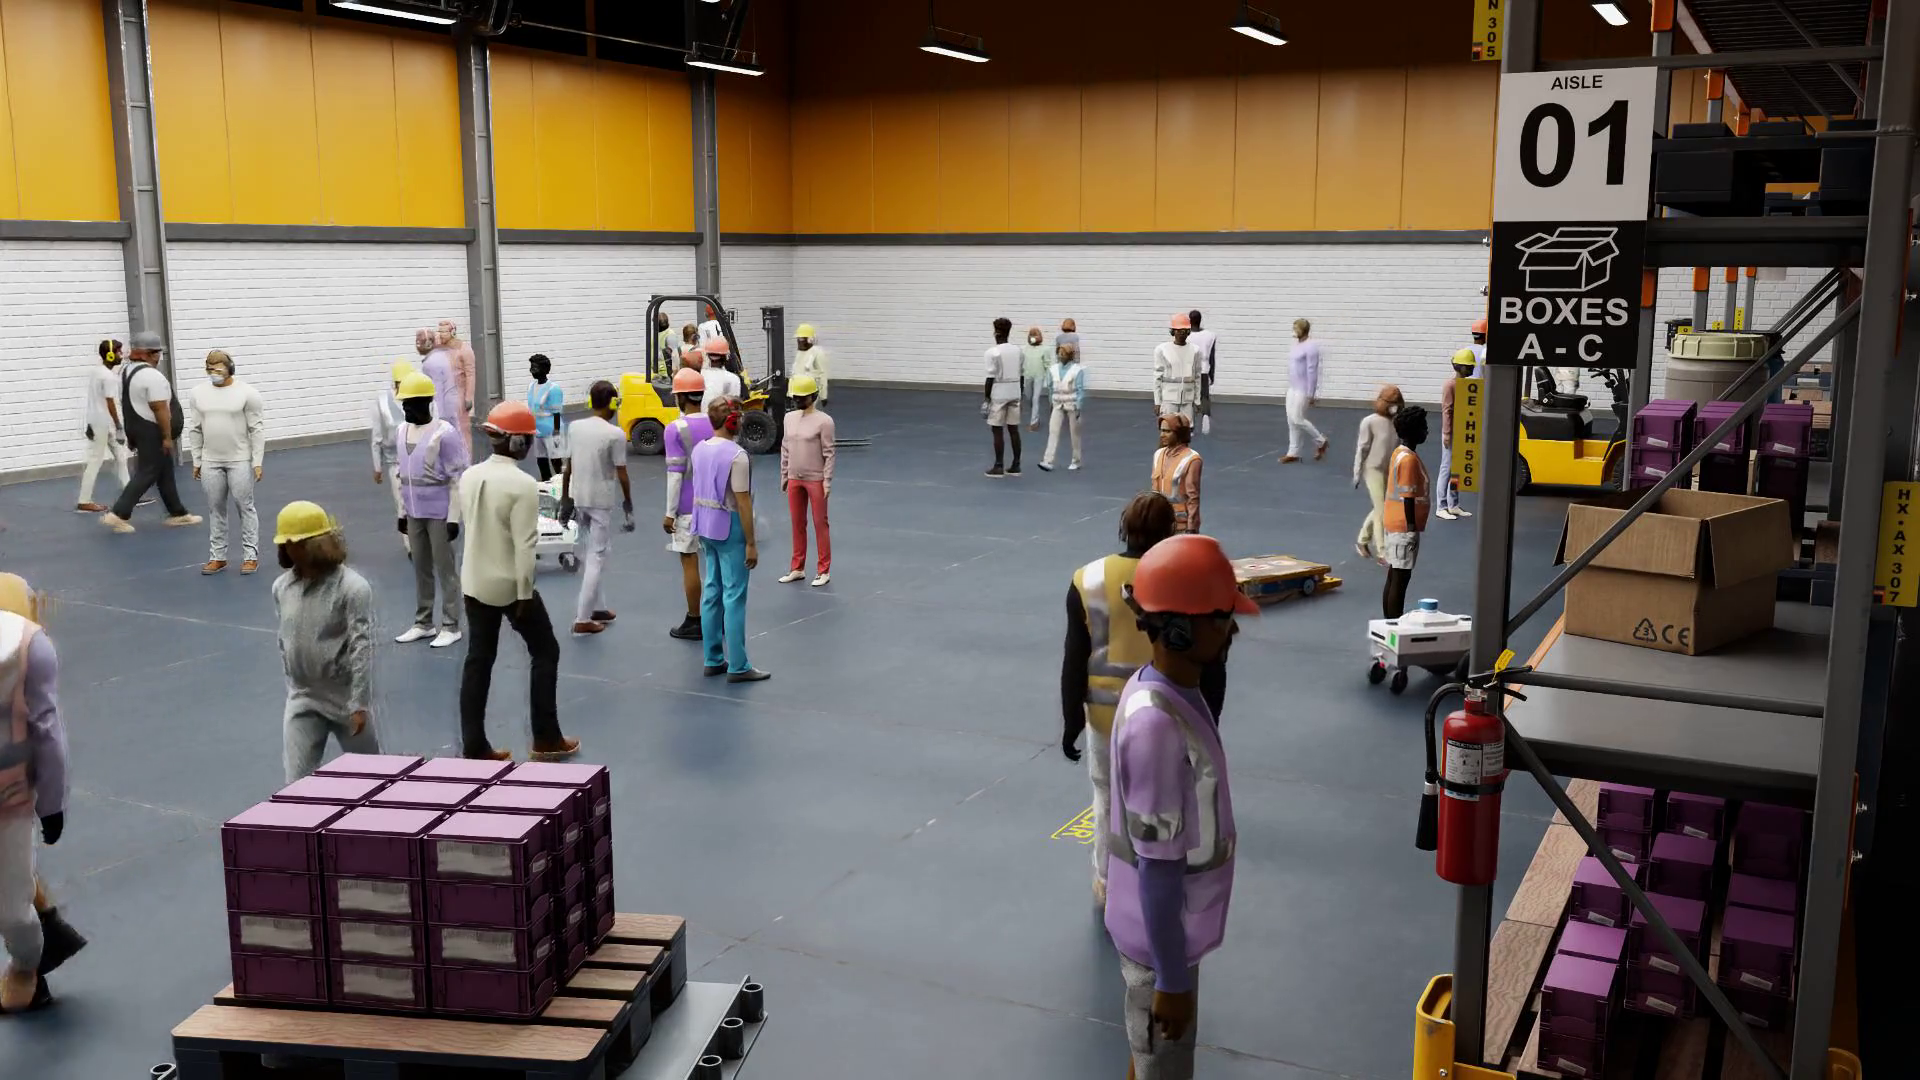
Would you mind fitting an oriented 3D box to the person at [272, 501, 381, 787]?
[{"bbox_3d":[-2.706,0.653,7.241,0.489,1.713,0.757,2,10,11],"label":"person"}]

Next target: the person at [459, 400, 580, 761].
[{"bbox_3d":[-2.381,0.240,8.886,0.627,1.960,0.794,6,12,32],"label":"person"}]

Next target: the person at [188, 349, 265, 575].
[{"bbox_3d":[-6.263,-0.663,14.223,0.627,1.935,0.373,0,10,-2],"label":"person"}]

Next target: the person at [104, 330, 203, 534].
[{"bbox_3d":[-8.052,-1.096,16.420,0.690,2.000,0.976,9,13,42],"label":"person"}]

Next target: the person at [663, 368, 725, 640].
[{"bbox_3d":[-1.899,-0.256,11.862,0.374,1.933,0.552,9,13,41],"label":"person"}]

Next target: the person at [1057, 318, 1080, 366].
[{"bbox_3d":[1.878,-3.022,28.754,0.292,1.631,0.533,-9,14,-44],"label":"person"}]

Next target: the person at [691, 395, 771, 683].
[{"bbox_3d":[-1.507,-0.006,10.667,0.390,1.849,0.565,-9,13,-42],"label":"person"}]

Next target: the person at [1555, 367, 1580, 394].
[{"bbox_3d":[9.229,-2.423,25.273,0.314,1.636,0.514,-3,10,-15],"label":"person"}]

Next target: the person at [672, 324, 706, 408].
[{"bbox_3d":[-3.445,-1.849,21.367,0.504,1.839,0.344,4,10,20],"label":"person"}]

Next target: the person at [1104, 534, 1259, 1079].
[{"bbox_3d":[0.561,0.995,4.301,0.368,2.047,0.606,1,10,8],"label":"person"}]

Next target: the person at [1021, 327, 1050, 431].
[{"bbox_3d":[1.174,-2.522,25.924,0.505,1.610,0.741,4,11,22],"label":"person"}]

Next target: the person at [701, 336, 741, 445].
[{"bbox_3d":[-2.461,-1.077,16.655,0.564,1.924,0.648,2,10,12],"label":"person"}]

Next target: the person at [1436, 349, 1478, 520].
[{"bbox_3d":[5.171,-1.094,17.211,0.533,1.765,0.326,-10,14,-44],"label":"person"}]

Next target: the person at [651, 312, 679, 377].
[{"bbox_3d":[-4.563,-2.586,25.647,0.430,1.837,0.623,-6,11,-31],"label":"person"}]

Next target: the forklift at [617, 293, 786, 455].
[{"bbox_3d":[-3.588,-2.317,23.042,2.313,2.155,1.214,-1,10,-5],"label":"forklift"}]

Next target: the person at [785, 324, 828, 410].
[{"bbox_3d":[-2.100,-1.938,21.971,0.809,1.799,0.606,-6,12,-33],"label":"person"}]

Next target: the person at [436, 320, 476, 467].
[{"bbox_3d":[-6.400,-1.804,20.910,0.651,1.904,0.403,4,11,24],"label":"person"}]

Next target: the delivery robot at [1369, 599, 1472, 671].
[{"bbox_3d":[2.964,0.616,10.536,0.707,0.478,0.477,-2,10,-14],"label":"delivery robot"}]

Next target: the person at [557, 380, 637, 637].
[{"bbox_3d":[-2.597,-0.238,12.041,0.538,1.831,0.687,6,11,29],"label":"person"}]

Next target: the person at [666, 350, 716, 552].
[{"bbox_3d":[-2.365,-0.830,15.373,0.744,1.866,0.602,-5,11,-27],"label":"person"}]

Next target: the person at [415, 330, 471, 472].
[{"bbox_3d":[-6.038,-1.504,19.332,0.681,1.868,0.666,-1,10,-4],"label":"person"}]

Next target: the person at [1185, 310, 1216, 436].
[{"bbox_3d":[3.536,-2.482,24.830,0.601,1.901,0.712,-1,10,-5],"label":"person"}]

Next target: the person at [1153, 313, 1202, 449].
[{"bbox_3d":[2.588,-1.665,19.701,0.605,2.045,0.381,-2,10,-12],"label":"person"}]

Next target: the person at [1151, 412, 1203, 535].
[{"bbox_3d":[1.537,-0.094,11.818,0.318,1.630,0.512,-6,11,-31],"label":"person"}]

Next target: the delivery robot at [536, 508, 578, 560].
[{"bbox_3d":[-3.658,-0.039,14.327,0.707,0.478,0.477,-4,11,-20],"label":"delivery robot"}]

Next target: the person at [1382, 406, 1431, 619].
[{"bbox_3d":[3.100,-0.084,11.561,0.319,1.696,0.532,1,10,7],"label":"person"}]

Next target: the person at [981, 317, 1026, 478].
[{"bbox_3d":[0.540,-1.746,20.399,0.613,1.963,0.361,-7,12,-35],"label":"person"}]

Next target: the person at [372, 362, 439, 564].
[{"bbox_3d":[-4.978,-0.724,15.017,0.605,1.790,0.949,-6,11,-30],"label":"person"}]

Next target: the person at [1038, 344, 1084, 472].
[{"bbox_3d":[1.290,-1.639,20.819,0.544,1.592,0.835,6,12,32],"label":"person"}]

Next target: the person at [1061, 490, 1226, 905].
[{"bbox_3d":[0.749,0.686,6.779,0.646,1.805,0.851,1,10,7],"label":"person"}]

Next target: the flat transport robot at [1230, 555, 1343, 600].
[{"bbox_3d":[2.344,0.317,13.356,1.431,0.197,0.652,-7,12,-35],"label":"flat transport robot"}]

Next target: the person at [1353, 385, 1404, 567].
[{"bbox_3d":[3.716,-0.588,14.755,0.505,1.596,0.721,-4,11,-23],"label":"person"}]

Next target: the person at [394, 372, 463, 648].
[{"bbox_3d":[-3.724,-0.210,11.618,0.589,1.928,0.385,6,11,31],"label":"person"}]

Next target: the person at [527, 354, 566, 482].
[{"bbox_3d":[-4.397,-1.136,17.678,0.537,1.688,0.323,9,13,42],"label":"person"}]

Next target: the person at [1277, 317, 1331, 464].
[{"bbox_3d":[4.468,-1.936,21.639,0.565,1.923,0.631,-2,10,-11],"label":"person"}]

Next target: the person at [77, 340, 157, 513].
[{"bbox_3d":[-9.045,-1.218,17.745,0.898,1.819,0.524,-7,12,-36],"label":"person"}]

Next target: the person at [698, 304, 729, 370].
[{"bbox_3d":[-4.173,-3.049,28.178,0.576,1.886,0.362,-7,12,-36],"label":"person"}]

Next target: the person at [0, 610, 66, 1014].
[{"bbox_3d":[-3.356,0.885,5.608,0.644,1.820,0.600,-3,10,-19],"label":"person"}]

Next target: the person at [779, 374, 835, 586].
[{"bbox_3d":[-1.273,-0.496,13.761,0.522,1.763,0.320,6,11,30],"label":"person"}]

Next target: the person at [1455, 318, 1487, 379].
[{"bbox_3d":[6.412,-1.774,20.642,0.374,1.939,0.545,-8,13,-39],"label":"person"}]

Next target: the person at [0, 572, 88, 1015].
[{"bbox_3d":[-3.516,0.770,5.975,0.438,1.913,0.650,-1,10,-7],"label":"person"}]

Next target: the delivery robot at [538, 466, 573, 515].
[{"bbox_3d":[-4.038,-0.513,17.073,0.477,0.478,0.707,6,11,30],"label":"delivery robot"}]

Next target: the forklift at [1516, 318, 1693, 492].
[{"bbox_3d":[7.066,-1.601,18.899,2.313,2.155,1.214,5,11,27],"label":"forklift"}]
